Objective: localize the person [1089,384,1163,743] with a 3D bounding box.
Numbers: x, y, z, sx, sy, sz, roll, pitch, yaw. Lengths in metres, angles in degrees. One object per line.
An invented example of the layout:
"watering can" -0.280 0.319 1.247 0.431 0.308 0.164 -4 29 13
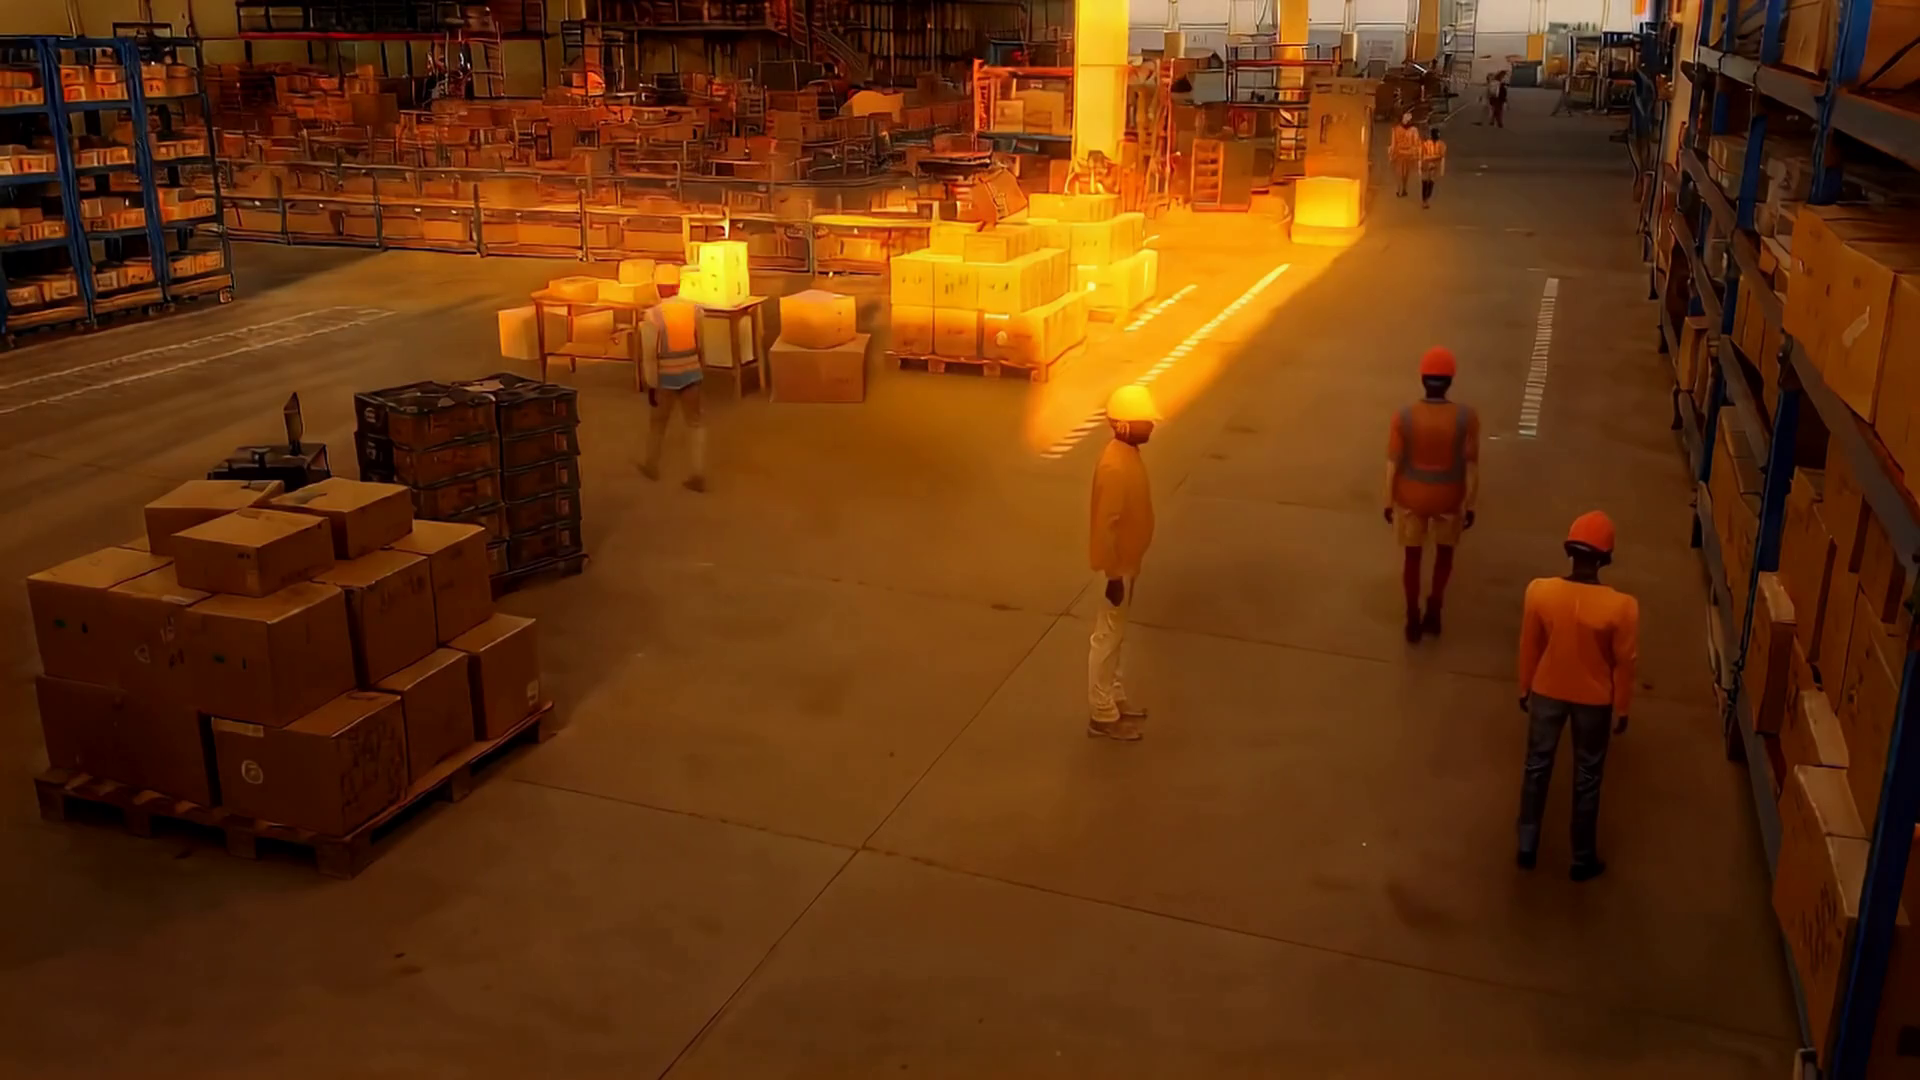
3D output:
"person" 0.903 0.116 9.227 0.387 1.996 0.611 5 18 15

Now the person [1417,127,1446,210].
"person" 9.637 -7.595 34.011 0.543 1.643 0.890 3 18 9

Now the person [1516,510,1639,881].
"person" 2.839 0.720 7.701 0.523 1.769 0.313 12 21 34

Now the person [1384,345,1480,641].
"person" 2.988 -0.282 10.590 0.582 1.921 0.404 5 18 16

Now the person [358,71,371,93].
"person" -19.404 -14.252 54.297 0.391 2.040 0.615 -13 22 -35

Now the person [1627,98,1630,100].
"person" 30.441 -20.623 74.583 0.998 1.875 0.597 3 18 10

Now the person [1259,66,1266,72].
"person" 11.900 -17.511 64.828 0.998 1.876 0.550 5 18 15

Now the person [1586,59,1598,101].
"person" 28.646 -20.802 75.215 0.429 1.839 0.622 -6 19 -17

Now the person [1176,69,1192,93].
"person" 7.868 -15.346 57.848 0.654 1.964 0.836 -12 21 -34

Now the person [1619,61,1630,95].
"person" 31.888 -22.118 79.648 0.851 1.651 0.531 8 19 22

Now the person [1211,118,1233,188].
"person" 6.008 -8.801 37.901 0.878 1.585 0.532 -15 23 -39

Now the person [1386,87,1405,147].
"person" 12.970 -12.570 49.461 0.308 1.769 0.525 -9 20 -27

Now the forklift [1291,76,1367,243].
"forklift" 6.598 -6.755 29.381 1.129 2.768 1.873 6 19 19

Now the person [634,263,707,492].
"person" -2.469 -1.394 14.118 0.641 1.900 0.952 -14 22 -37

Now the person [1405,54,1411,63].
"person" 23.358 -24.465 86.870 0.292 1.745 0.487 15 23 39

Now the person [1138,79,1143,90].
"person" 9.215 -24.031 85.175 0.393 1.949 0.602 3 18 10

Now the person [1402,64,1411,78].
"person" 18.633 -18.946 69.435 0.523 1.812 0.934 -13 22 -35

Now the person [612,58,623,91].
"person" -15.697 -21.070 76.053 0.565 1.856 0.923 7 19 21

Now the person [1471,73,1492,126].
"person" 18.434 -15.494 58.556 0.918 1.830 0.541 1 18 3

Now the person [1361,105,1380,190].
"person" 9.236 -8.897 37.714 0.642 1.891 0.659 10 20 29

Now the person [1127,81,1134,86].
"person" 5.699 -14.513 55.645 0.547 1.713 0.924 9 20 25

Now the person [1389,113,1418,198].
"person" 9.648 -8.381 36.212 0.609 1.812 0.470 4 18 13

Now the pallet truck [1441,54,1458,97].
"pallet truck" 22.765 -21.886 78.355 0.823 1.965 1.885 -4 18 -14

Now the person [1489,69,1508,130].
"person" 18.496 -15.028 56.736 0.861 2.000 0.713 16 24 41

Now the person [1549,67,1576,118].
"person" 23.027 -17.002 63.205 0.964 1.879 0.595 5 18 15

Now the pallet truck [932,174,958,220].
"pallet truck" -0.507 -5.292 27.348 0.653 1.274 1.630 6 19 19

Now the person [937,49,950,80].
"person" -0.877 -27.377 95.941 0.941 1.808 0.636 -3 18 -9
